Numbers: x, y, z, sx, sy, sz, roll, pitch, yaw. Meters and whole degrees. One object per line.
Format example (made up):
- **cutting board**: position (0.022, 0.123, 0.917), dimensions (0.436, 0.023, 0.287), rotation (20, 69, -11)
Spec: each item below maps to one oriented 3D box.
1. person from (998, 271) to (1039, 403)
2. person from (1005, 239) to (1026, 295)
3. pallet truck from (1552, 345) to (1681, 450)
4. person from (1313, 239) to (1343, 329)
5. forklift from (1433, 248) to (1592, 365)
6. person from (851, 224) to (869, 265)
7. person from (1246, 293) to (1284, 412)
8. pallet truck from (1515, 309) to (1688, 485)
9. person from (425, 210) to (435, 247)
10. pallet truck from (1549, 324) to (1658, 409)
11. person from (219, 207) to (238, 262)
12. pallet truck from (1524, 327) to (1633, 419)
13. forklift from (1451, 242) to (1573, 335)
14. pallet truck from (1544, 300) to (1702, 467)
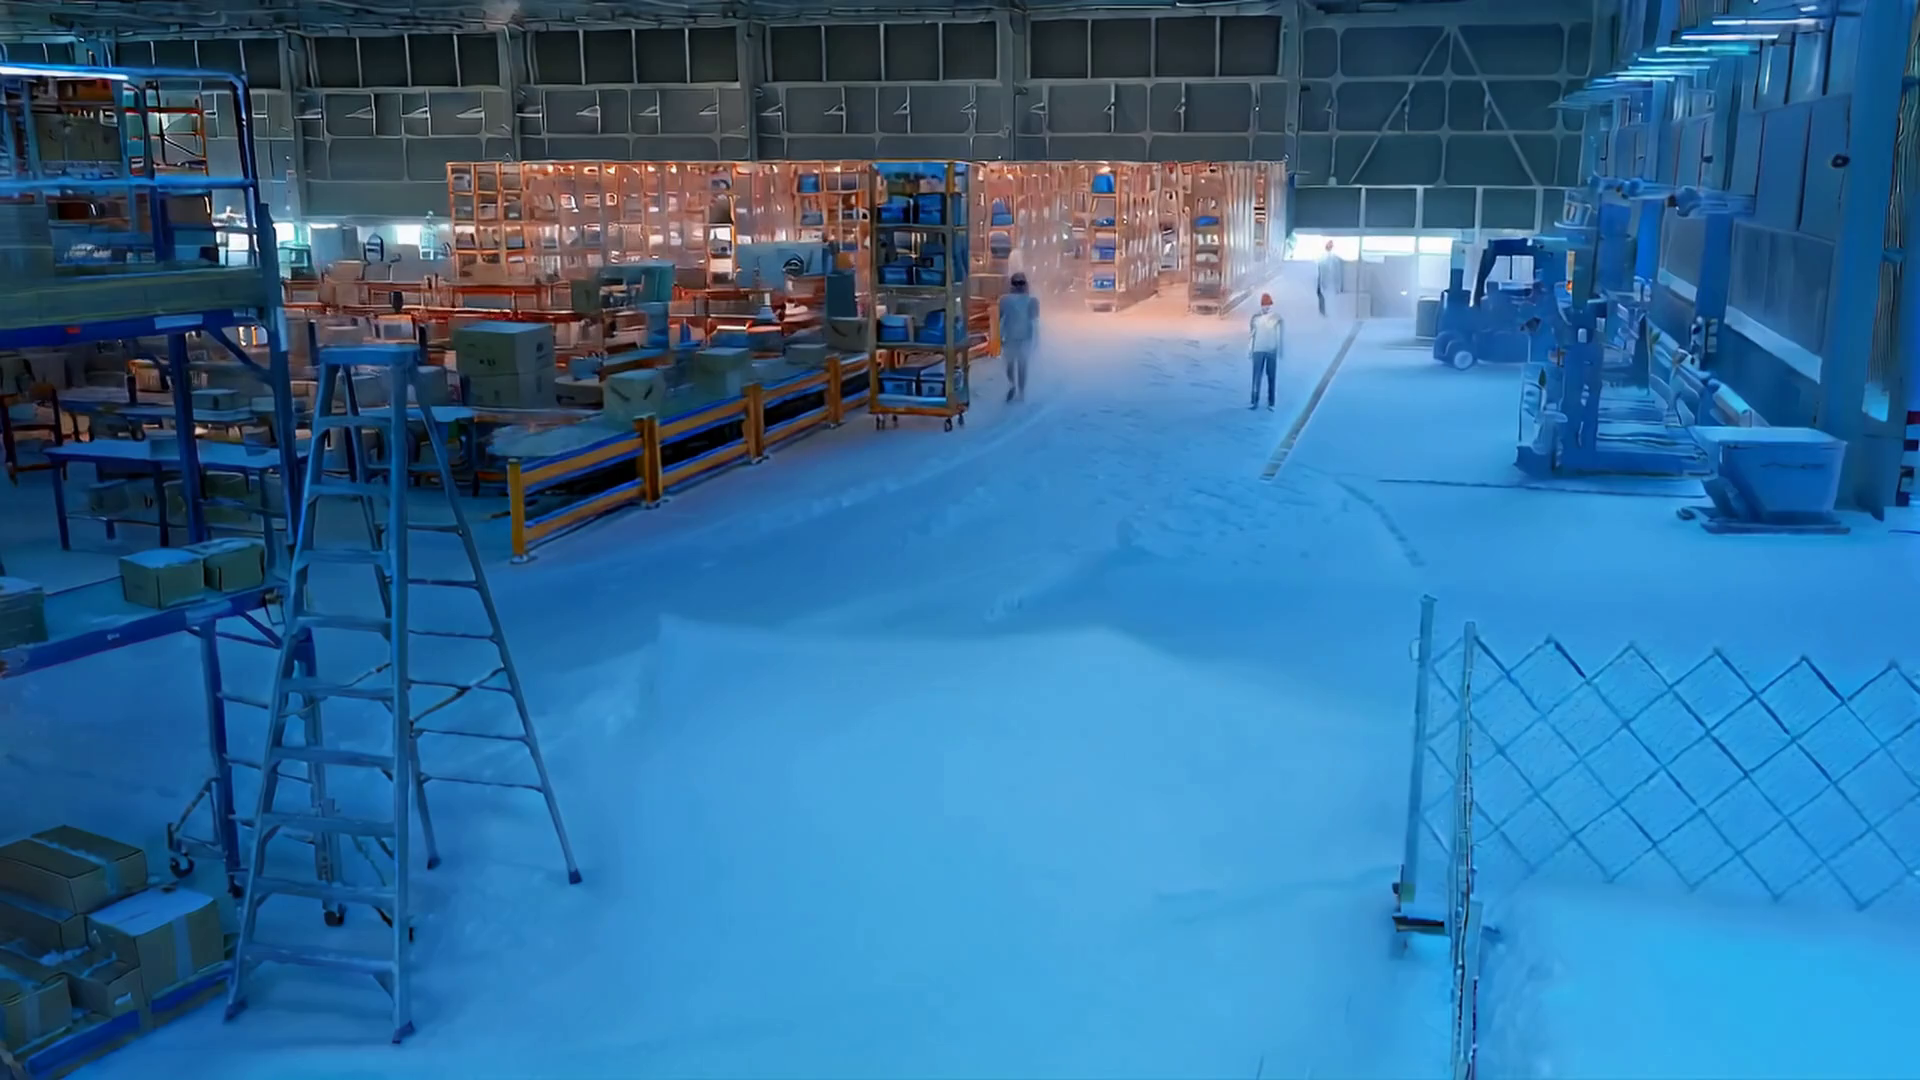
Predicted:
- **person**: position (0.905, -3.118, 25.609), dimensions (0.632, 2.022, 0.461), rotation (1, 13, 3)
- **person**: position (1.370, -6.365, 40.145), dimensions (0.964, 1.803, 0.566), rotation (3, 13, 12)
- **pallet truck**: position (8.641, -1.896, 21.908), dimensions (1.630, 1.274, 0.653), rotation (4, 14, 16)
- **person**: position (8.022, -5.548, 36.233), dimensions (0.616, 1.967, 0.738), rotation (1, 13, 4)
- **forklift**: position (9.780, -4.111, 29.280), dimensions (2.680, 1.987, 1.157), rotation (3, 13, 14)
- **person**: position (-2.994, -8.568, 49.564), dimensions (0.586, 1.836, 0.403), rotation (-4, 14, -17)
- **person**: position (4.540, -2.783, 24.725), dimensions (0.526, 1.769, 0.328), rotation (7, 15, 28)
- **pallet truck**: position (7.554, -1.677, 19.446), dimensions (1.885, 1.965, 0.823), rotation (3, 13, 14)
- **person**: position (-19.966, -11.617, 62.989), dimensions (0.844, 1.708, 0.557), rotation (-4, 14, -18)
- **pallet truck**: position (9.824, -2.669, 25.407), dimensions (1.601, 1.201, 0.680), rotation (4, 14, 16)
- **person**: position (-26.095, -10.896, 59.401), dimensions (0.649, 1.943, 1.041), rotation (-3, 13, -14)
- **pallet truck**: position (9.065, -2.460, 24.370), dimensions (1.522, 1.261, 0.704), rotation (3, 13, 14)
- **forklift**: position (10.464, -4.597, 31.405), dimensions (2.680, 1.987, 1.157), rotation (4, 14, 16)
- **pallet truck**: position (8.263, -1.952, 20.631), dimensions (1.885, 1.965, 0.823), rotation (5, 14, 20)
